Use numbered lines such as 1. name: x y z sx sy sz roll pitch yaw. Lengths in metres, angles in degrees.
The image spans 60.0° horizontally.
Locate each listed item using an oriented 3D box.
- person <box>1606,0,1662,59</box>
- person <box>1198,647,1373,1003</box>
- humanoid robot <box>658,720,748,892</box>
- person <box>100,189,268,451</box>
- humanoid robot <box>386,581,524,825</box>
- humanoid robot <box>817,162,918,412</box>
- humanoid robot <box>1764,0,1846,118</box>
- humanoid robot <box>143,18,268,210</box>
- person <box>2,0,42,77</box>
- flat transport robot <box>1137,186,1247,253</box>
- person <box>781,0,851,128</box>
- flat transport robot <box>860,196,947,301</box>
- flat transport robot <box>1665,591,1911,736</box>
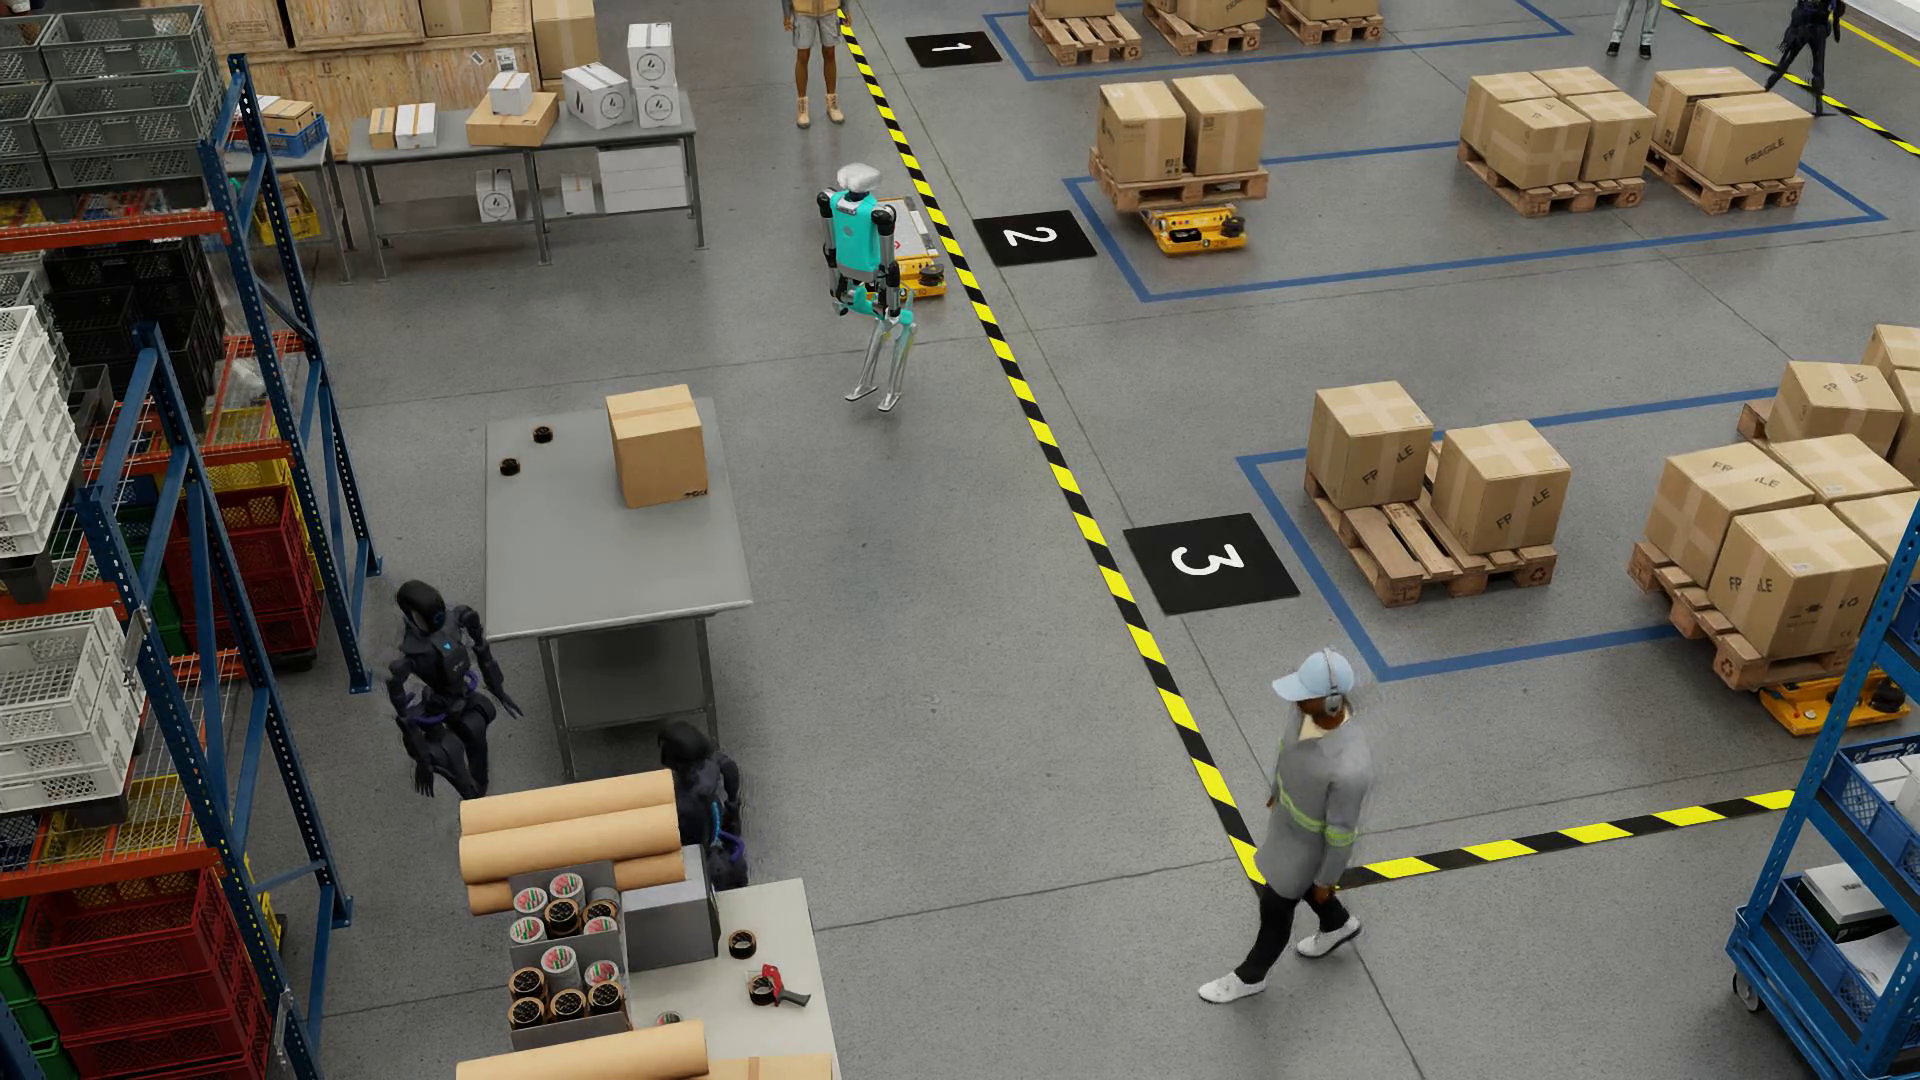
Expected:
1. person: 6.488 -5.424 15.542 0.587 1.821 0.404 10 38 14
2. person: 1.387 1.151 6.701 0.682 1.838 0.599 -6 37 -8
3. humanoid robot: -0.988 1.390 6.522 0.616 1.641 0.597 22 42 26
4. person: -4.794 -1.398 10.147 0.935 1.807 0.588 -23 42 -28
5. humanoid robot: -2.205 0.796 7.314 0.497 1.639 0.605 18 40 23
6. humanoid robot: -0.487 -1.622 10.393 0.533 1.675 0.735 21 41 26
7. humanoid robot: 7.422 -4.463 14.406 0.609 1.616 0.778 -15 39 -19
8. humanoid robot: -5.568 -3.044 12.401 1.010 1.729 0.550 -8 37 -11
9. person: -8.691 -5.138 15.067 0.372 1.932 0.542 -27 44 -31
10. flat transport robot: 1.714 -2.698 13.157 0.652 0.197 1.431 -8 37 -10
11. person: -1.220 -4.530 14.166 0.604 2.033 0.391 -9 38 -12
12. flat transport robot: -0.570 -2.220 12.538 0.659 0.231 1.431 -8 37 -10
13. flat transport robot: 4.349 0.462 8.909 0.652 0.197 1.431 -8 37 -10
